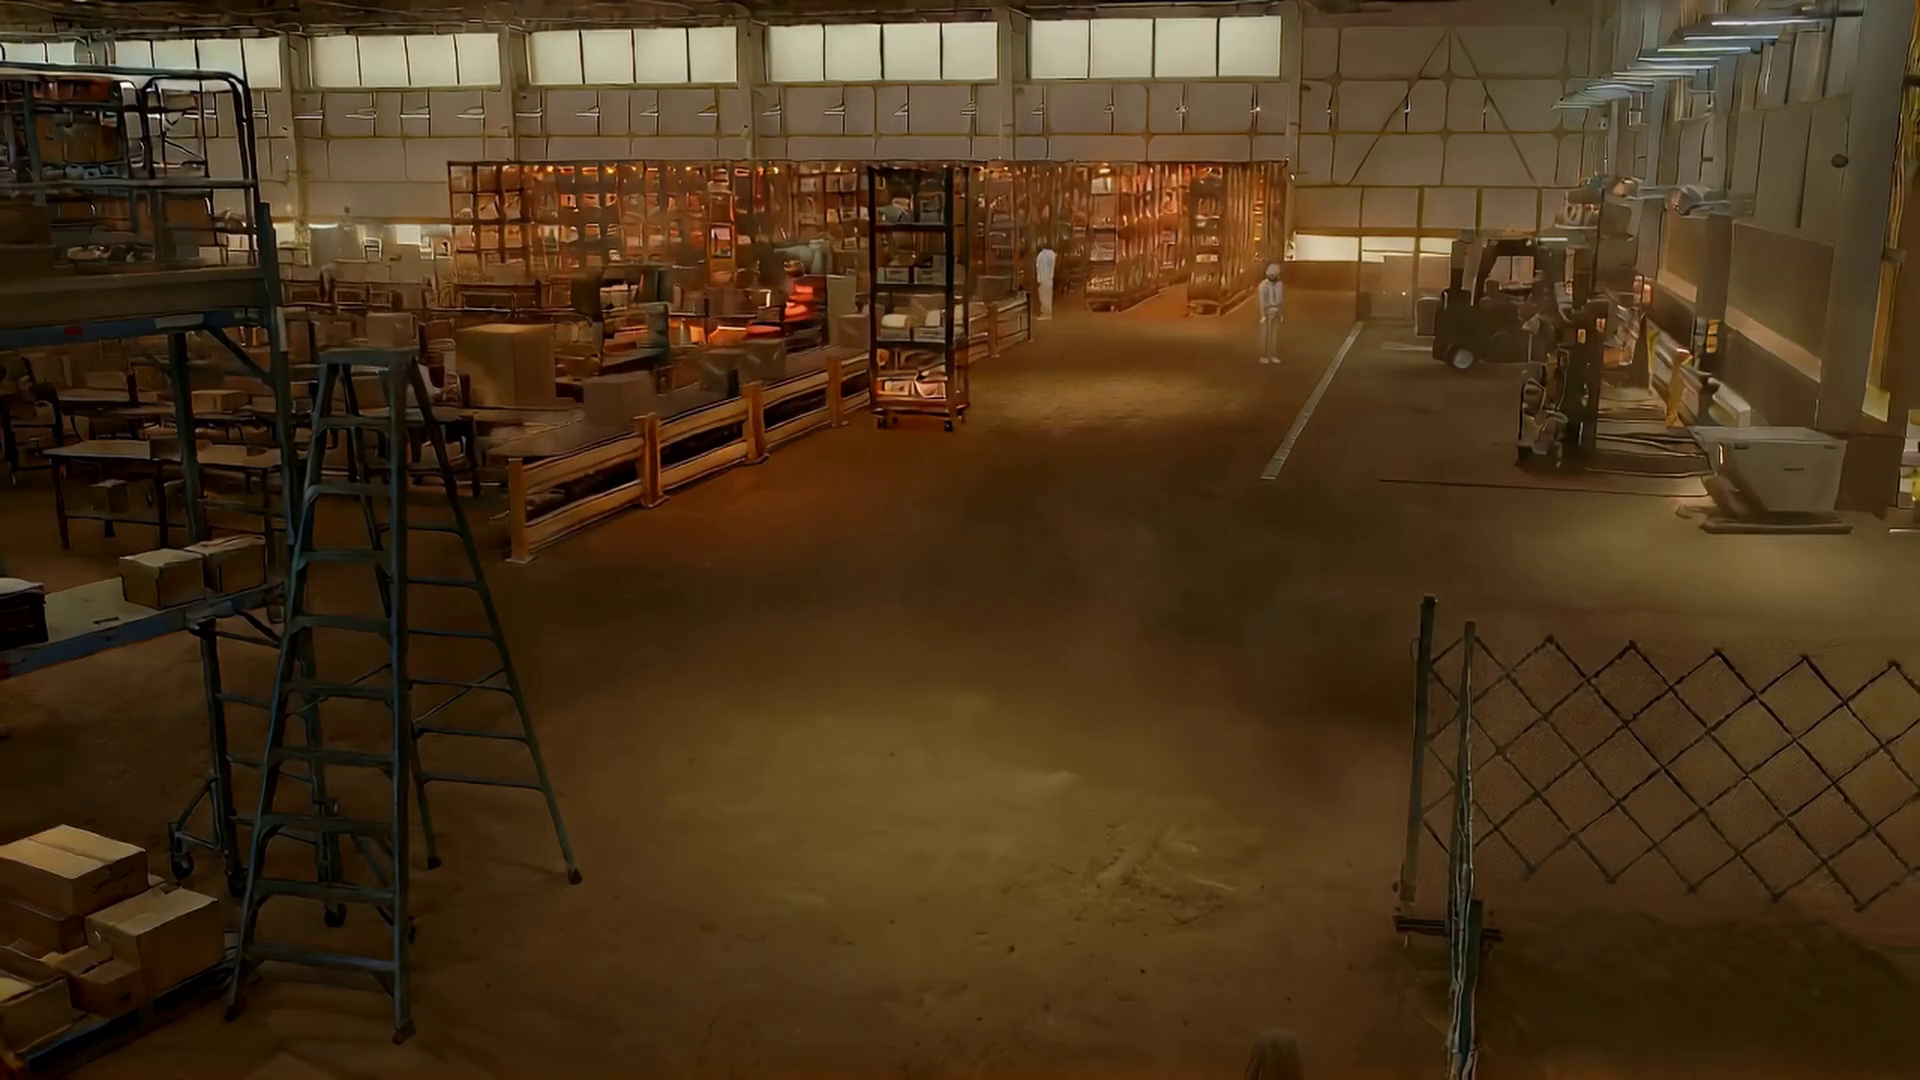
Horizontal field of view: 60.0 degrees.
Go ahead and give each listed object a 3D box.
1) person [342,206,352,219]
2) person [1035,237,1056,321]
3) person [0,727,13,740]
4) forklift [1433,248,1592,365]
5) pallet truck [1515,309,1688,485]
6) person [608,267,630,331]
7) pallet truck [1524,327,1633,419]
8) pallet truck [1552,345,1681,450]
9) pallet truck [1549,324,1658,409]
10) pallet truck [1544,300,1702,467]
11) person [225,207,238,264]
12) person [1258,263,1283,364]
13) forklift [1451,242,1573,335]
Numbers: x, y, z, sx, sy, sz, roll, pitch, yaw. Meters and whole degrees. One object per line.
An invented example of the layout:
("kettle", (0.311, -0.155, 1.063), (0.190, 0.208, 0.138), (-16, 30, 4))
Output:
("person", (-23.808, -12.104, 64.847), (0.521, 1.830, 0.653), (-2, 13, -9))
("person", (1.943, -6.009, 38.358), (0.409, 1.909, 0.640), (7, 15, 26))
("person", (-6.648, 0.422, 10.388), (1.000, 2.006, 0.620), (-10, 17, -38))
("forklift", (9.780, -4.111, 29.280), (2.680, 1.987, 1.157), (3, 13, 14))
("pallet truck", (7.554, -1.677, 19.446), (1.885, 1.965, 0.823), (3, 13, 14))
("person", (-6.223, -4.094, 30.387), (0.526, 1.769, 0.330), (9, 16, 34))
("pallet truck", (9.065, -2.460, 24.370), (1.522, 1.261, 0.704), (3, 13, 14))
("pallet truck", (8.641, -1.896, 21.908), (1.630, 1.274, 0.653), (4, 14, 16))
("pallet truck", (9.824, -2.669, 25.407), (1.601, 1.201, 0.680), (4, 14, 16))
("pallet truck", (8.263, -1.952, 20.631), (1.885, 1.965, 0.823), (5, 14, 20))
("person", (-25.612, -10.708, 58.492), (0.415, 1.985, 0.611), (3, 13, 11))
("person", (5.716, -4.159, 30.521), (0.591, 1.834, 0.404), (-9, 16, -35))
("forklift", (10.464, -4.597, 31.405), (2.680, 1.987, 1.157), (4, 14, 16))
